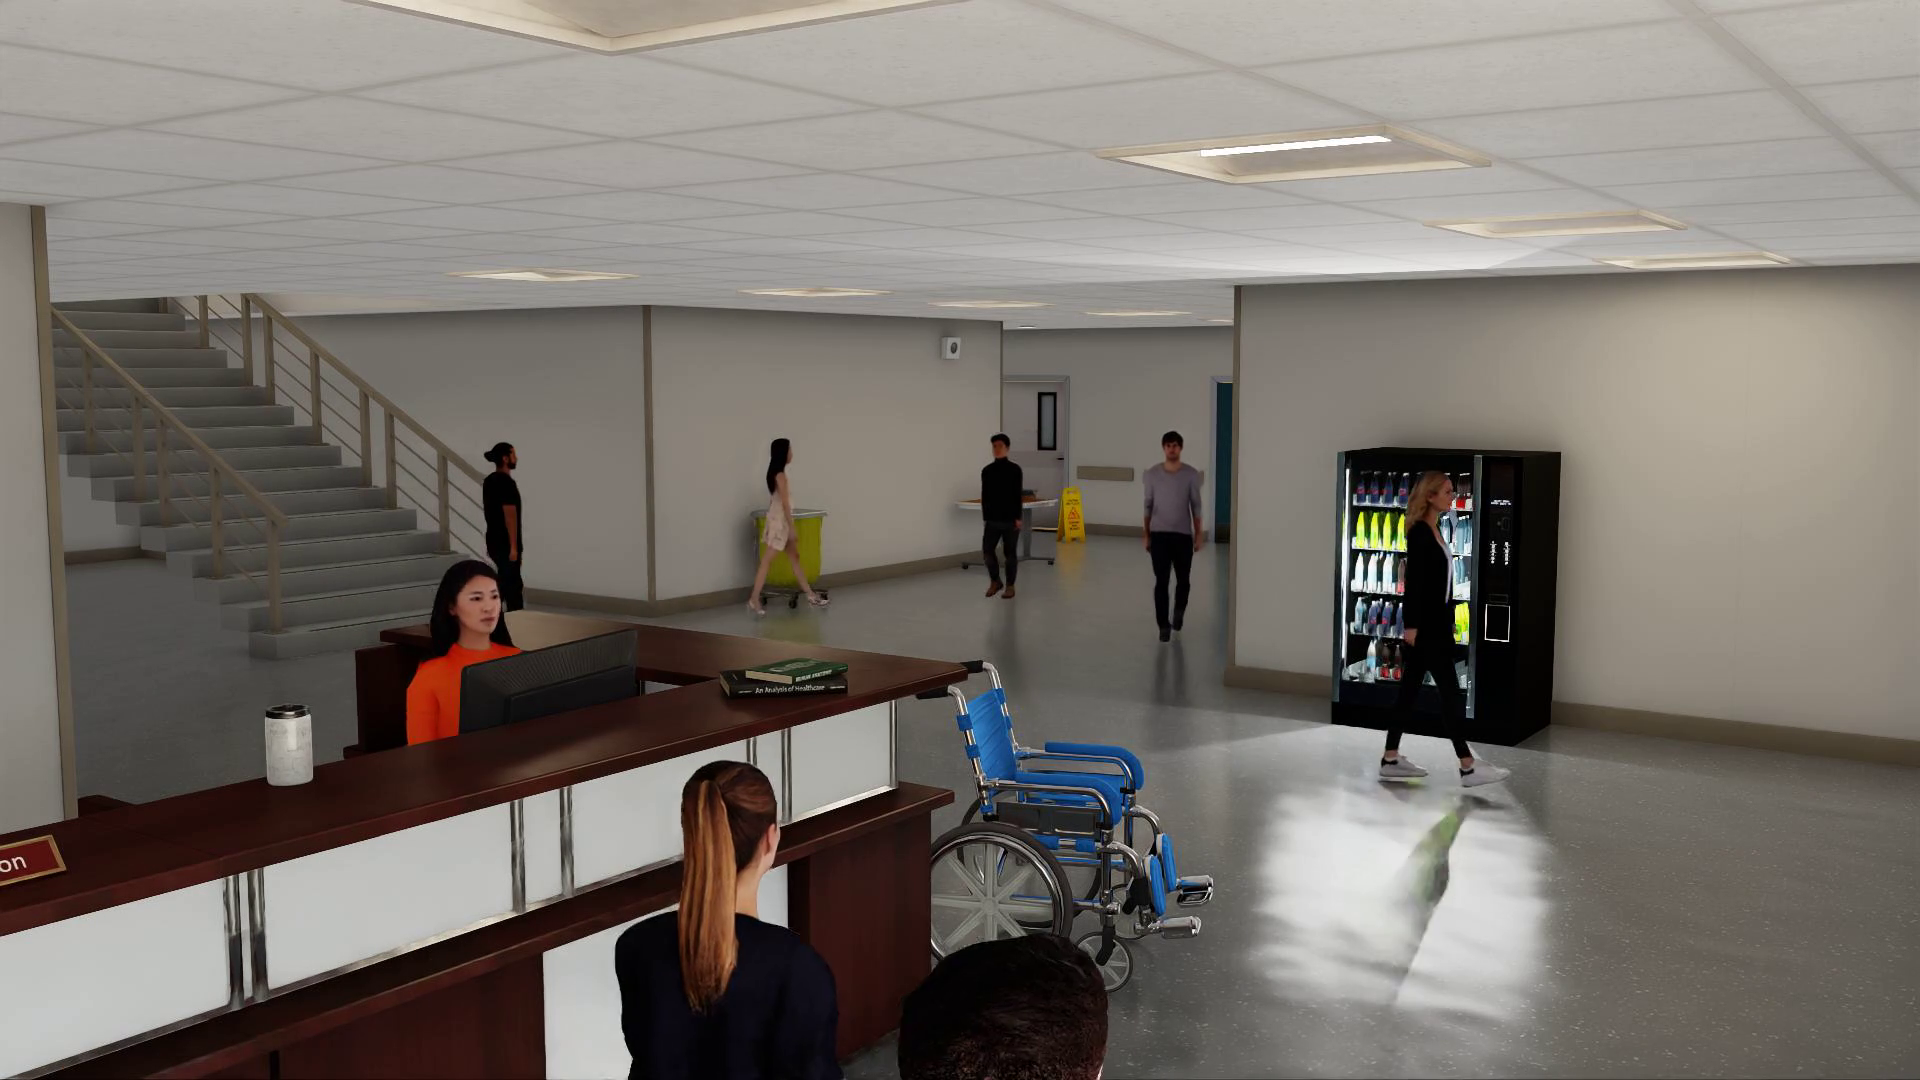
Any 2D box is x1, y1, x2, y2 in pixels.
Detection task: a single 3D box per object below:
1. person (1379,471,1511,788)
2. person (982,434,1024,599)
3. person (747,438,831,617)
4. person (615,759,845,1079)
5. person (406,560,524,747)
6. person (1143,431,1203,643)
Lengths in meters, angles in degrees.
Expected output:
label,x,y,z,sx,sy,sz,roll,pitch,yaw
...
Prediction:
label,x,y,z,sx,sy,sz,roll,pitch,yaw
person,2.563,0.512,9.482,1.012,1.777,0.740,3,6,25
person,0.479,-0.246,17.356,0.601,1.710,0.766,2,6,23
person,-1.815,-0.085,15.816,1.072,1.697,1.008,-1,6,-10
person,-0.454,1.239,2.869,0.984,1.654,0.847,2,6,18
person,-1.610,0.931,5.460,0.644,1.749,0.659,5,7,39
person,1.876,-0.028,14.685,1.183,1.811,1.085,1,6,6
